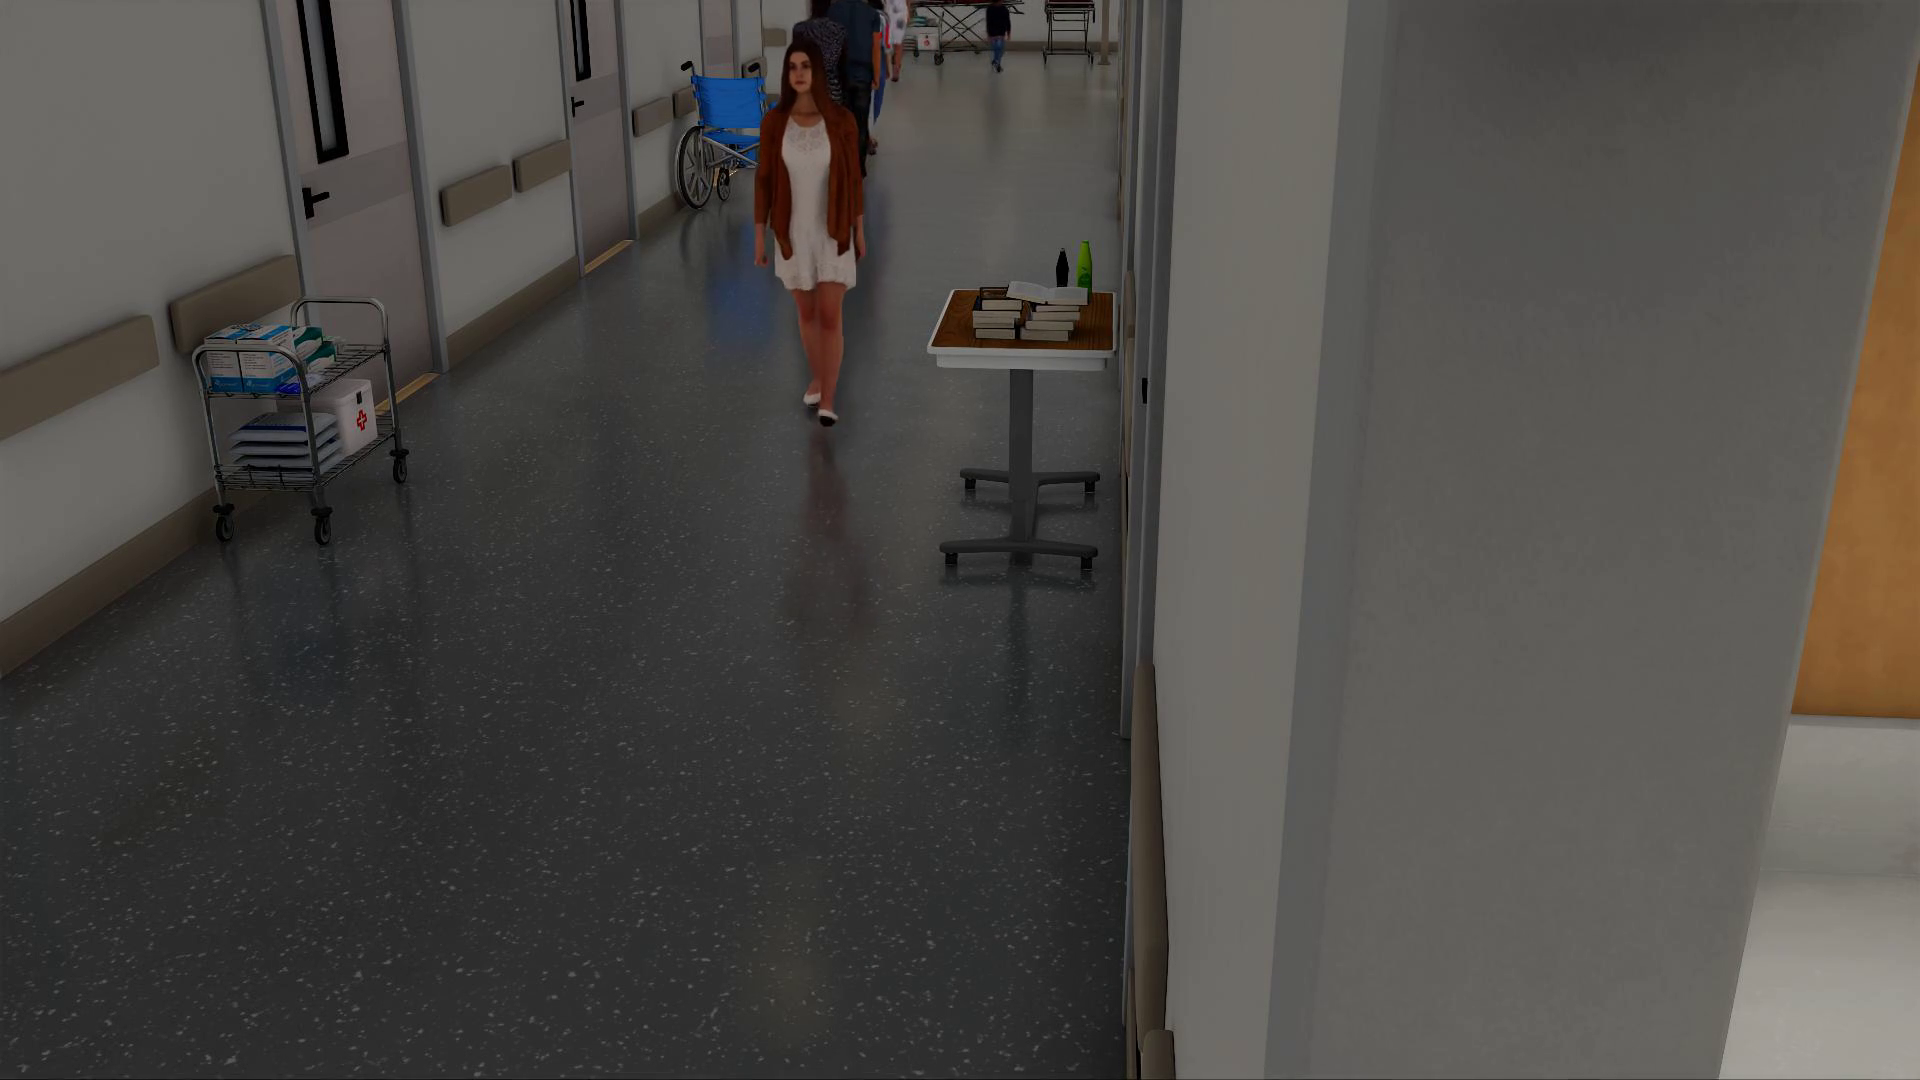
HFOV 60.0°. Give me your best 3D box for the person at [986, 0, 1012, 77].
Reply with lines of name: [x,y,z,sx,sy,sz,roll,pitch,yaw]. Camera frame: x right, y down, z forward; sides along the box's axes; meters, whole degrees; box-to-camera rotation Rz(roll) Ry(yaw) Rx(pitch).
person: [0.527,-7.224,23.651,0.666,1.209,0.853,8,22,21]

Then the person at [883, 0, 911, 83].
person: [-0.850,-7.172,22.776,0.693,1.731,0.839,7,22,18]

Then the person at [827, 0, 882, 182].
person: [-0.928,-3.897,14.046,0.747,1.791,1.036,-1,21,-2]

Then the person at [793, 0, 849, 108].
person: [-0.978,-2.961,11.621,0.823,1.757,0.866,-17,27,-38]

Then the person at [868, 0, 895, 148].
person: [-0.900,-4.546,16.045,0.701,1.588,0.983,3,21,8]

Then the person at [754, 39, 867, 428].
person: [-0.660,-1.394,7.593,0.620,1.680,1.029,1,21,3]

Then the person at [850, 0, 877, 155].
person: [-0.991,-4.465,16.001,0.759,1.467,1.074,-5,21,-13]
